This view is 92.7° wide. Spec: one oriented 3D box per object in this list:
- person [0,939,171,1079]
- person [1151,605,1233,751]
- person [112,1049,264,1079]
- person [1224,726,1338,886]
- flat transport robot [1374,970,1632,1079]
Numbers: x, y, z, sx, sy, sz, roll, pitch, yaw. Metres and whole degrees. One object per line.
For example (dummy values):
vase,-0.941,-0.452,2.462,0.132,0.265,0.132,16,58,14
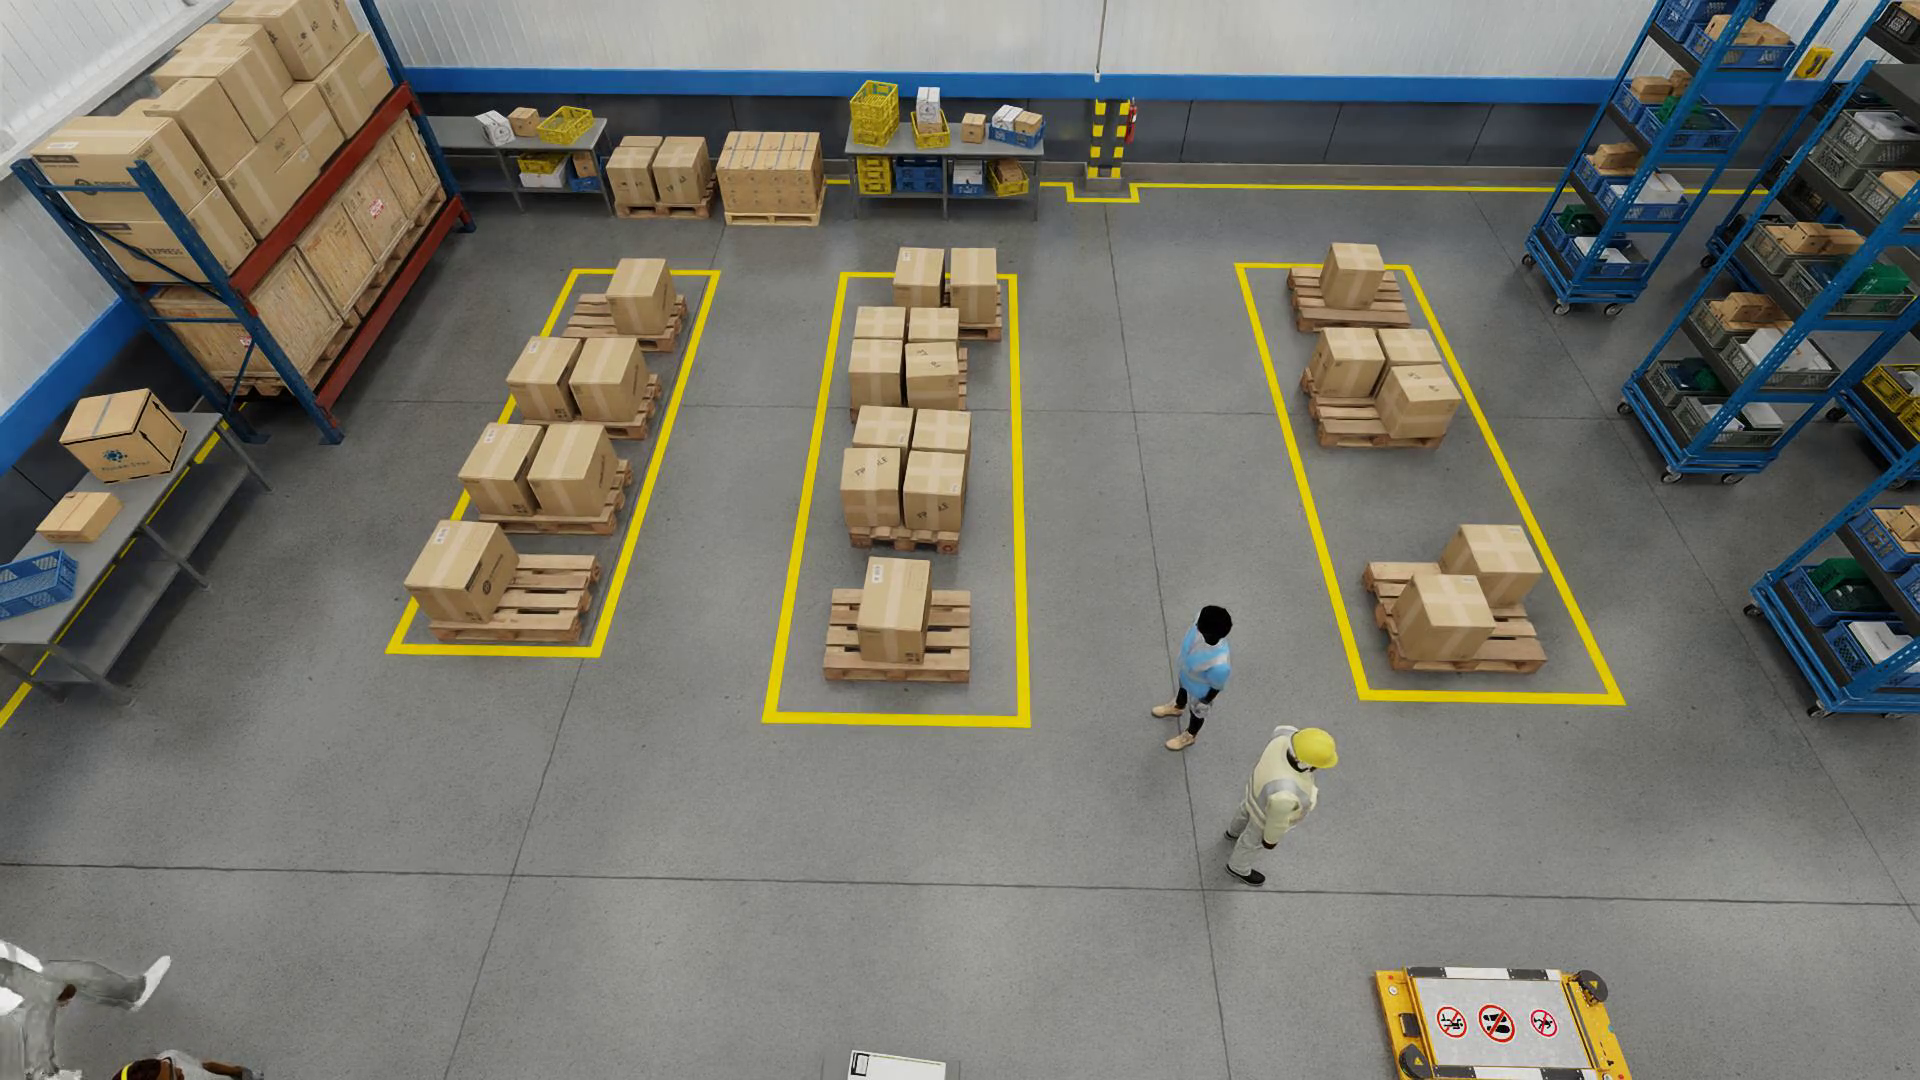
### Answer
person,-5.546,2.611,5.305,0.600,1.894,0.817,4,51,3
person,1.739,1.005,6.733,0.322,1.698,0.533,-7,51,-6
person,-3.886,3.101,4.924,0.333,1.862,0.508,-21,54,-16
person,2.080,1.735,6.057,0.403,1.827,0.588,10,52,8
flat transport robot,3.501,3.133,5.914,1.431,0.197,0.652,1,51,1
